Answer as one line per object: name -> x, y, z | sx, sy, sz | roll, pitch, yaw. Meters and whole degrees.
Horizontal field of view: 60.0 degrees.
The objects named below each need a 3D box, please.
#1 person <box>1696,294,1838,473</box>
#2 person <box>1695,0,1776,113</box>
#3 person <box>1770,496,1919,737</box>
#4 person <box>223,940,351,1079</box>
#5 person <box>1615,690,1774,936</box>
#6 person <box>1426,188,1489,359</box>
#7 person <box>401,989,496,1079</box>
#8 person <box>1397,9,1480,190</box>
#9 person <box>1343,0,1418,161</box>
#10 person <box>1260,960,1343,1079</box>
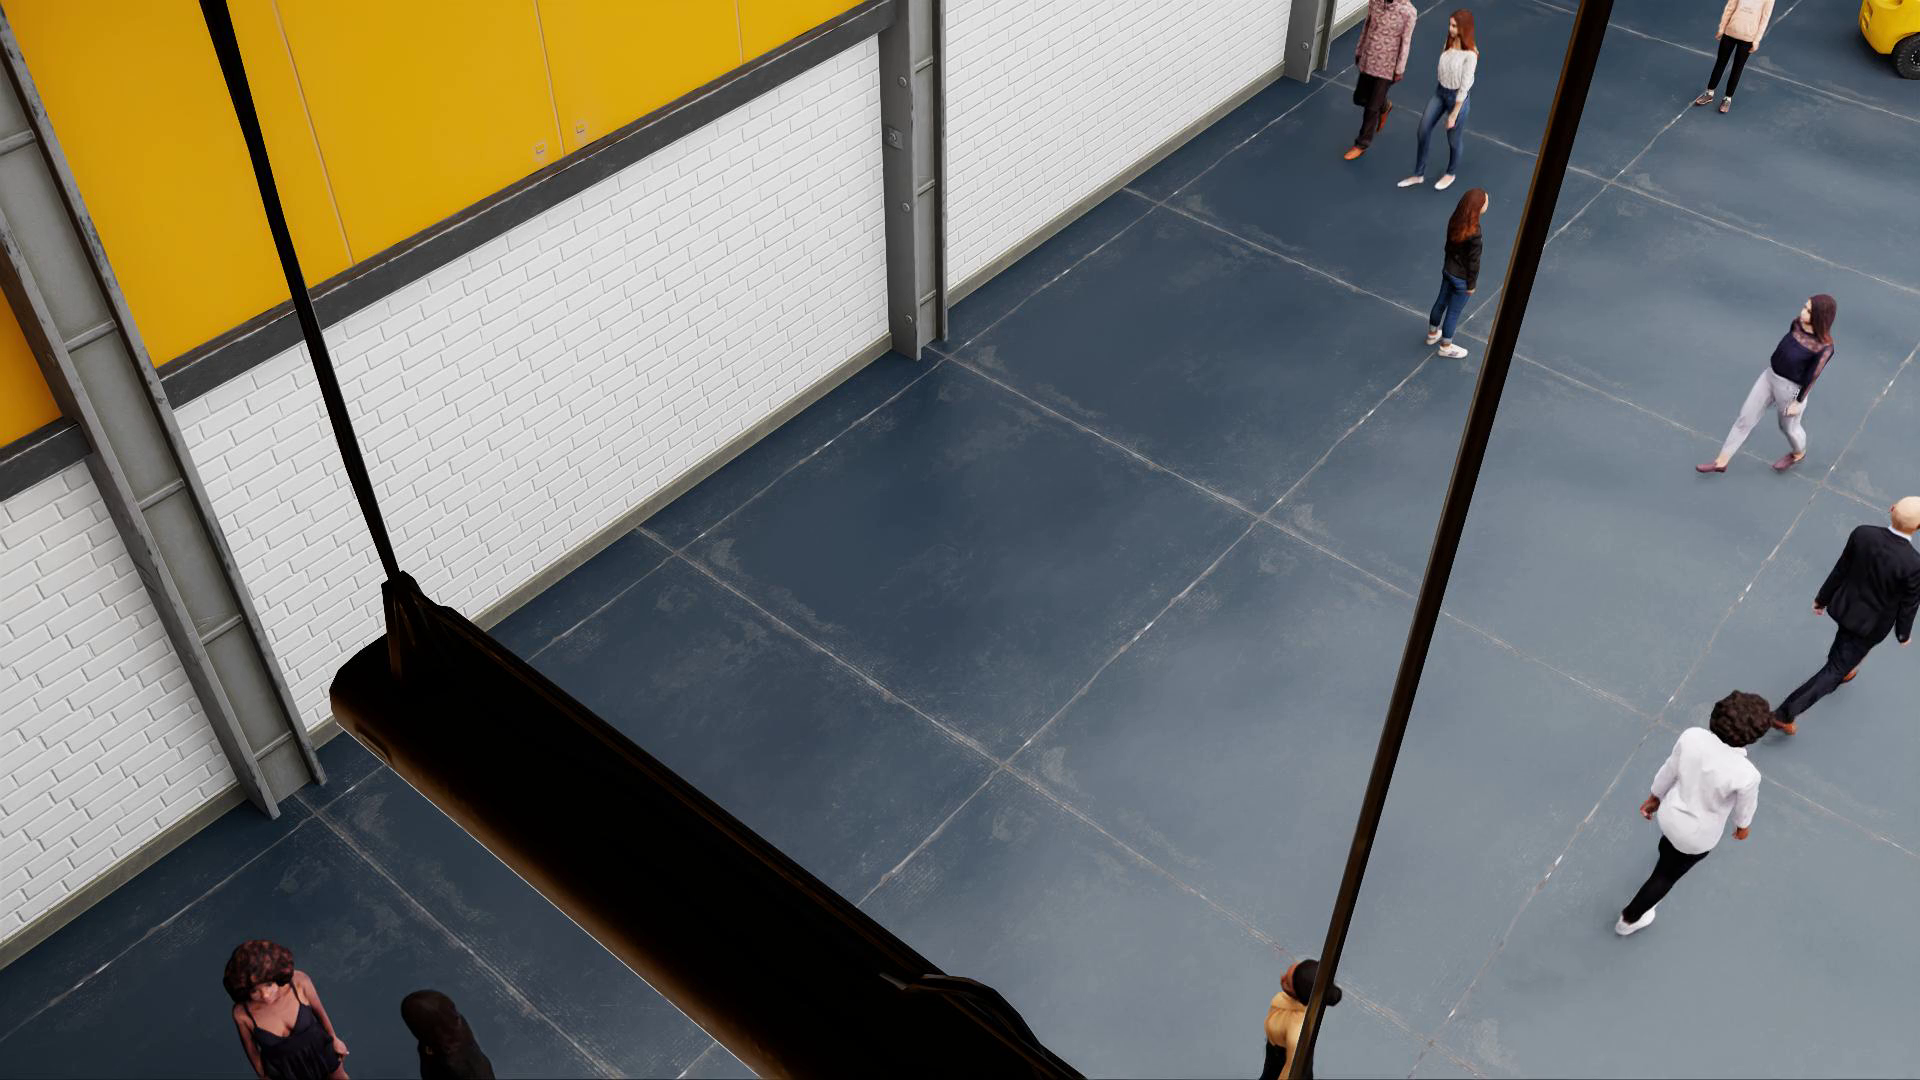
person -> 5.992, -1.077, 11.965 | 1.131, 1.573, 1.017 | -7, 44, -7
person -> 7.504, -4.856, 15.996 | 0.562, 1.484, 0.491 | 30, 51, 28
person -> 5.458, 0.494, 10.167 | 1.292, 1.779, 1.021 | -17, 46, -17
person -> -3.202, 2.501, 8.054 | 0.529, 1.789, 0.661 | -29, 51, -27
person -> 3.930, 1.559, 9.055 | 1.088, 1.771, 0.839 | -22, 48, -22
person -> 3.936, -2.122, 13.128 | 0.662, 1.484, 0.639 | -13, 45, -13
person -> -2.375, 2.630, 8.023 | 0.650, 1.644, 0.651 | -17, 46, -17
person -> 4.459, -3.940, 14.874 | 0.879, 1.706, 0.735 | -26, 49, -25
person -> 3.919, -4.408, 15.309 | 1.044, 1.783, 0.816 | -28, 50, -26
person -> 1.601, 2.537, 8.115 | 0.704, 1.653, 0.589 | 14, 45, 14
